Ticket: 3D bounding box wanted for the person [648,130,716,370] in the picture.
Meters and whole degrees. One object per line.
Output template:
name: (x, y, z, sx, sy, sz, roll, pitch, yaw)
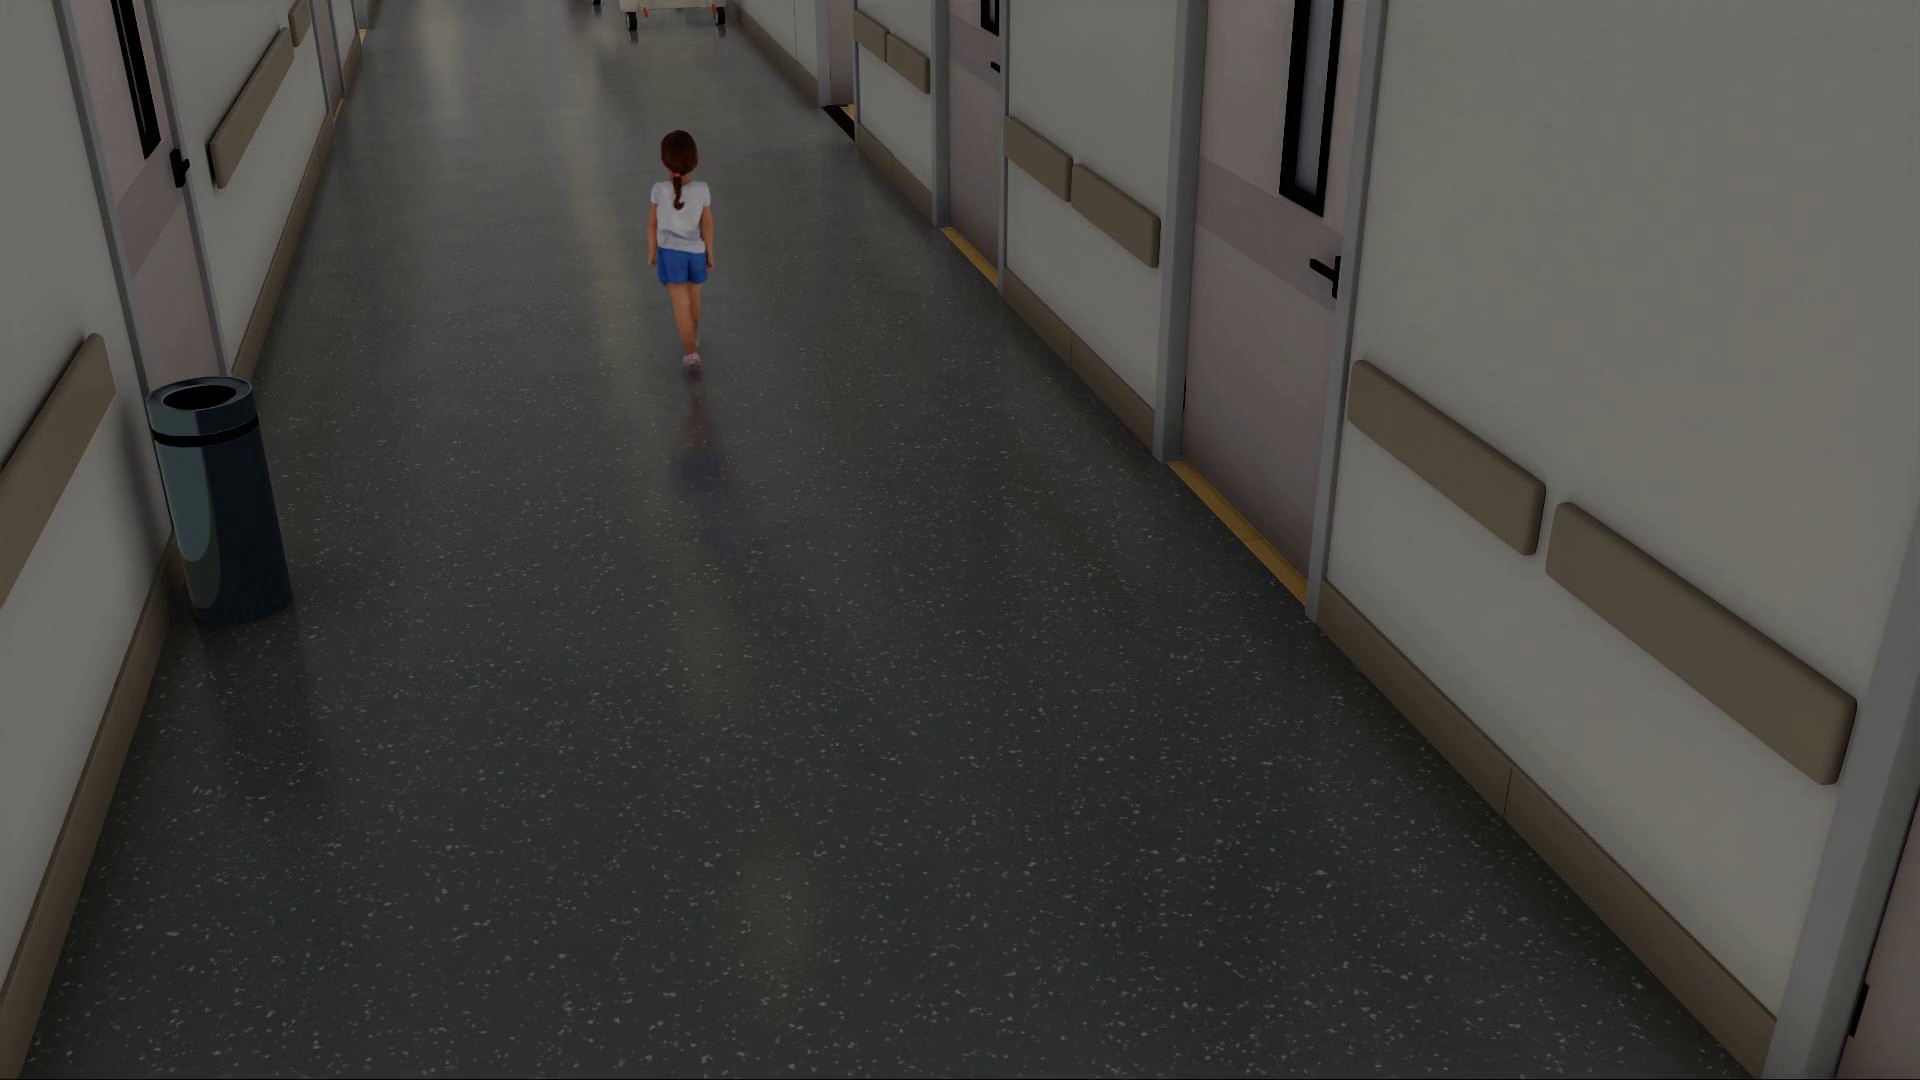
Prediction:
person: (-1.187, -1.219, 7.112, 0.660, 1.003, 0.505, -8, 27, -16)
